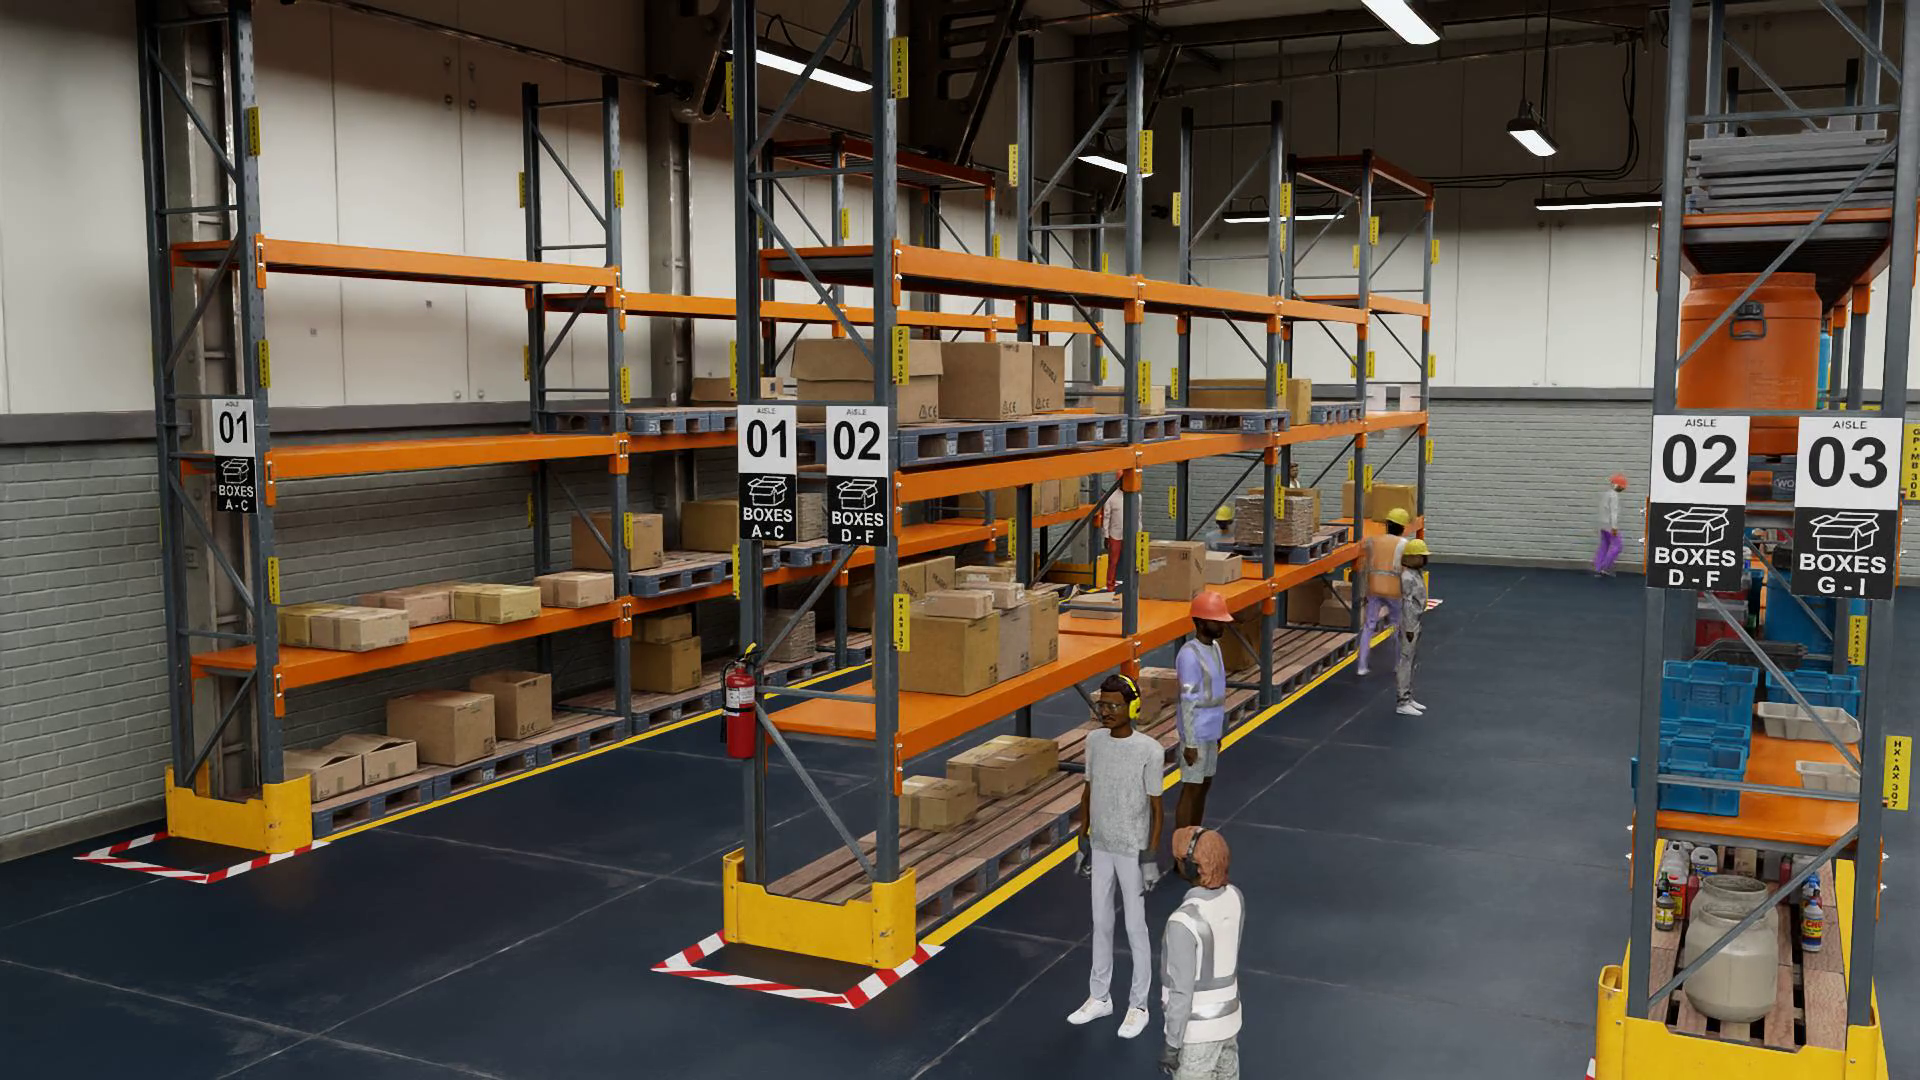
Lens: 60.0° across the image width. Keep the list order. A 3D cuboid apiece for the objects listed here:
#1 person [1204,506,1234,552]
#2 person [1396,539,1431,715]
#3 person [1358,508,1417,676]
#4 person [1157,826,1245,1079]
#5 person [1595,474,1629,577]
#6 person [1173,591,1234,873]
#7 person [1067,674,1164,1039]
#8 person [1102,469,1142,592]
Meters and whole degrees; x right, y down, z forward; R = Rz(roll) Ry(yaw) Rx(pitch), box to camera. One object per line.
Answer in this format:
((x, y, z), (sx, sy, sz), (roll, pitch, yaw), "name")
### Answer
((3.310, 0.423, 20.816), (0.525, 1.730, 0.830), (3, 7, 27), "person")
((4.521, 0.858, 16.571), (0.296, 1.744, 0.484), (3, 6, 24), "person")
((4.811, 0.588, 18.606), (0.607, 1.872, 0.733), (4, 7, 37), "person")
((0.956, 1.937, 6.580), (0.309, 1.641, 0.511), (4, 7, 35), "person")
((10.700, -0.234, 27.326), (0.467, 1.710, 0.689), (1, 6, 9), "person")
((1.667, 1.305, 11.298), (0.375, 1.935, 0.551), (3, 7, 28), "person")
((0.810, 1.615, 8.606), (0.513, 1.872, 0.328), (5, 7, 38), "person")
((2.387, -0.060, 24.289), (0.621, 1.992, 0.397), (-2, 6, -18), "person")
